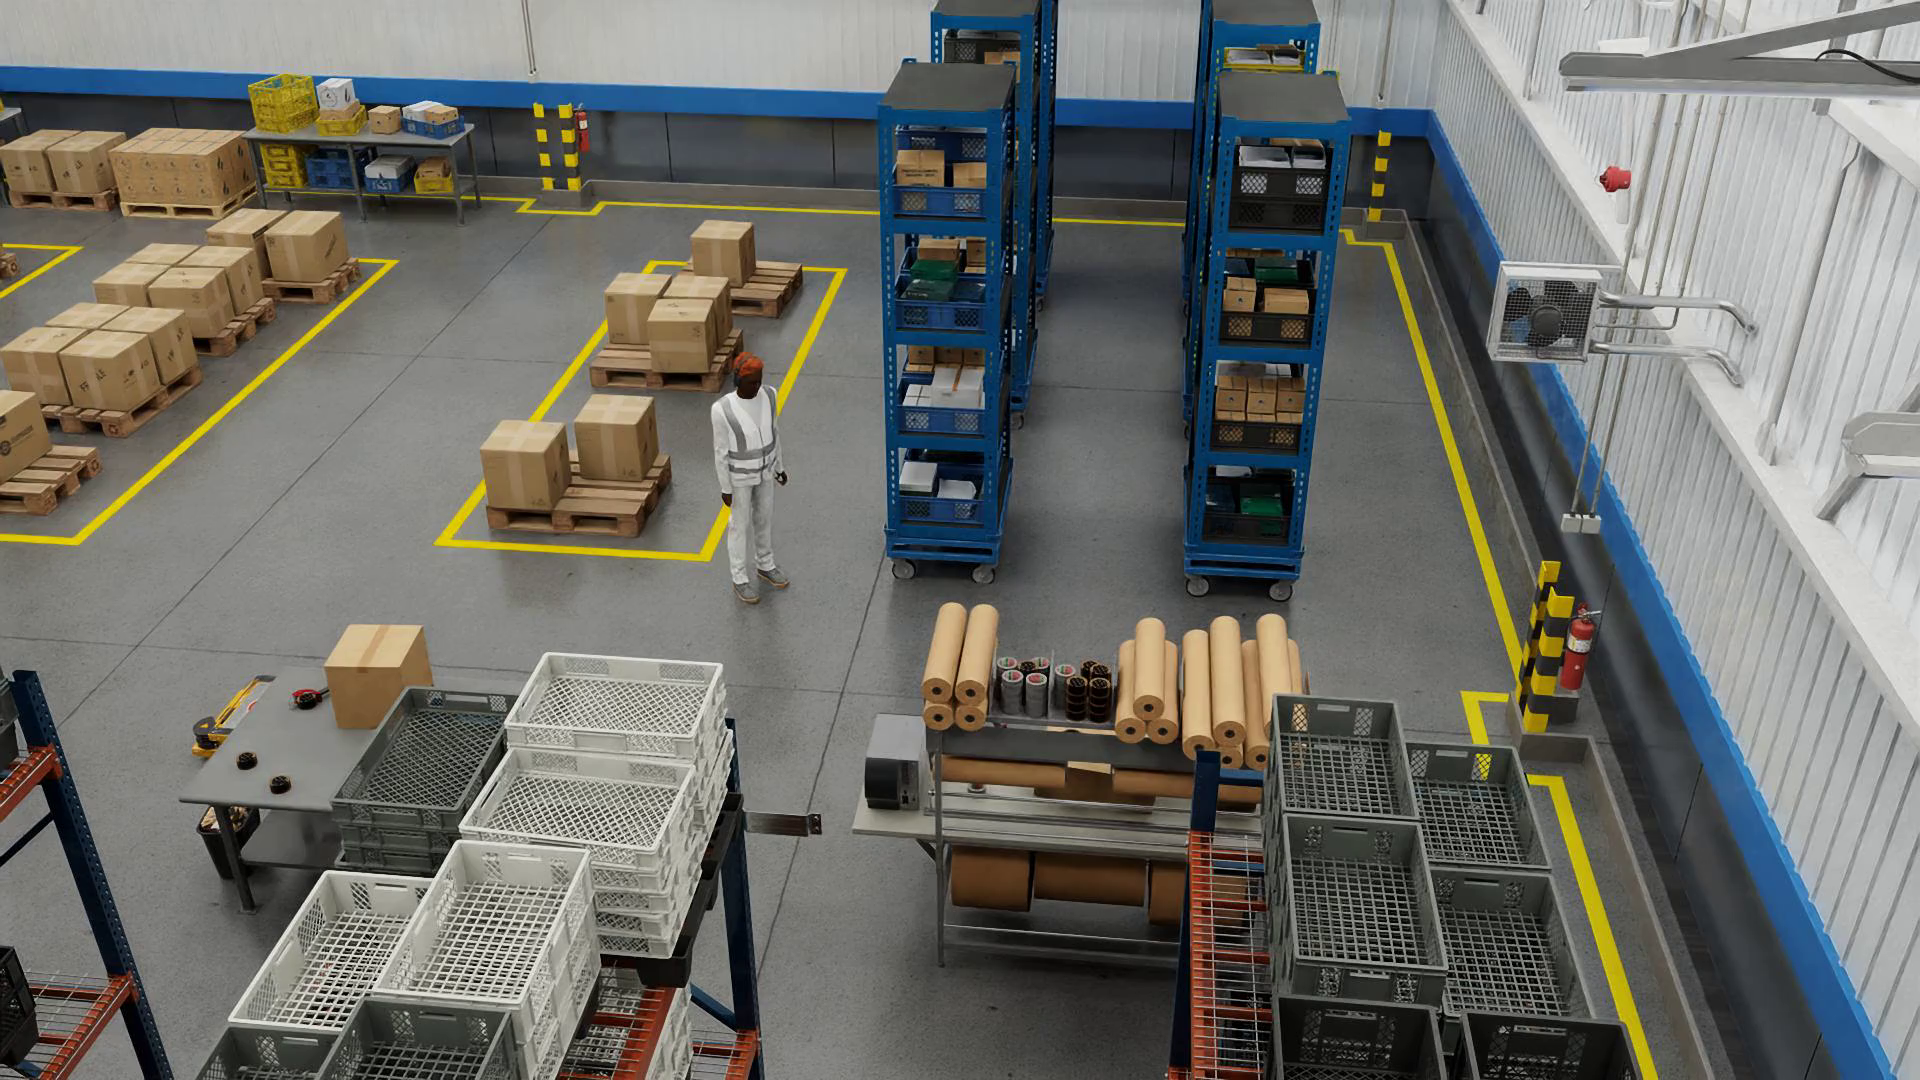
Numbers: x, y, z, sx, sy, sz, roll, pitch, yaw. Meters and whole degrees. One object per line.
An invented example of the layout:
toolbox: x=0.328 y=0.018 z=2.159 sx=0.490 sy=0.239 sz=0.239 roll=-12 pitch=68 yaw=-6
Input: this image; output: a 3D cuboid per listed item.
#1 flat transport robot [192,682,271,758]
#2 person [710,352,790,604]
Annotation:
flat transport robot: x=-4.089 y=1.163 z=10.648 sx=1.431 sy=0.197 sz=0.652 roll=3 pitch=30 yaw=6
person: x=-1.482 y=-0.461 z=11.857 sx=0.355 sy=1.887 sz=0.573 roll=26 pitch=39 yaw=37
